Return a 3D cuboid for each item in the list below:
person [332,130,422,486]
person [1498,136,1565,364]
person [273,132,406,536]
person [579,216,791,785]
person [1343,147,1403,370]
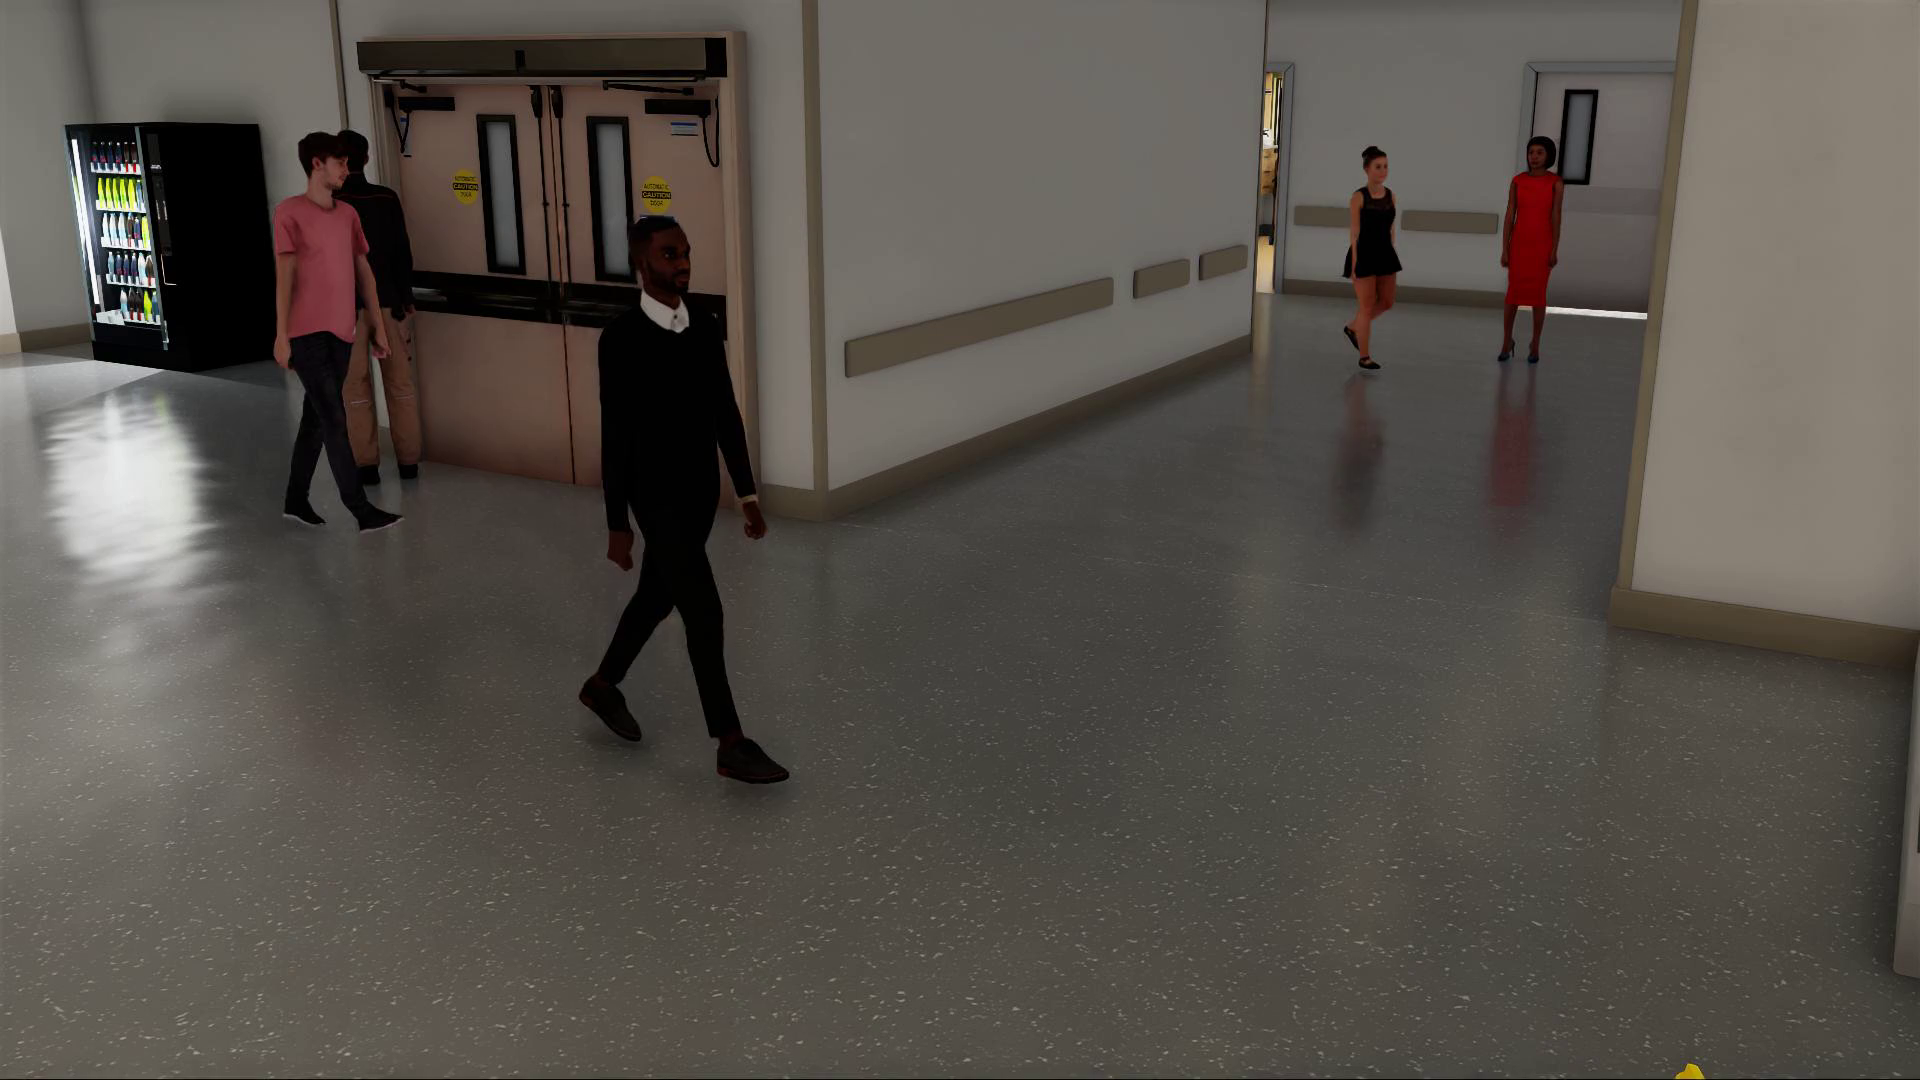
[{"bbox_3d":[-3.286,-1.279,9.187,0.786,1.924,0.749,-11,19,-35],"label":"person"},{"bbox_3d":[4.488,-2.276,13.059,0.447,1.743,0.640,8,18,26],"label":"person"},{"bbox_3d":[-3.205,-0.987,8.159,1.088,1.921,0.683,9,18,29],"label":"person"},{"bbox_3d":[-1.000,-0.129,5.384,1.216,1.776,0.734,11,19,34],"label":"person"},{"bbox_3d":[3.113,-2.159,12.790,0.792,1.663,0.870,-7,17,-24],"label":"person"}]
